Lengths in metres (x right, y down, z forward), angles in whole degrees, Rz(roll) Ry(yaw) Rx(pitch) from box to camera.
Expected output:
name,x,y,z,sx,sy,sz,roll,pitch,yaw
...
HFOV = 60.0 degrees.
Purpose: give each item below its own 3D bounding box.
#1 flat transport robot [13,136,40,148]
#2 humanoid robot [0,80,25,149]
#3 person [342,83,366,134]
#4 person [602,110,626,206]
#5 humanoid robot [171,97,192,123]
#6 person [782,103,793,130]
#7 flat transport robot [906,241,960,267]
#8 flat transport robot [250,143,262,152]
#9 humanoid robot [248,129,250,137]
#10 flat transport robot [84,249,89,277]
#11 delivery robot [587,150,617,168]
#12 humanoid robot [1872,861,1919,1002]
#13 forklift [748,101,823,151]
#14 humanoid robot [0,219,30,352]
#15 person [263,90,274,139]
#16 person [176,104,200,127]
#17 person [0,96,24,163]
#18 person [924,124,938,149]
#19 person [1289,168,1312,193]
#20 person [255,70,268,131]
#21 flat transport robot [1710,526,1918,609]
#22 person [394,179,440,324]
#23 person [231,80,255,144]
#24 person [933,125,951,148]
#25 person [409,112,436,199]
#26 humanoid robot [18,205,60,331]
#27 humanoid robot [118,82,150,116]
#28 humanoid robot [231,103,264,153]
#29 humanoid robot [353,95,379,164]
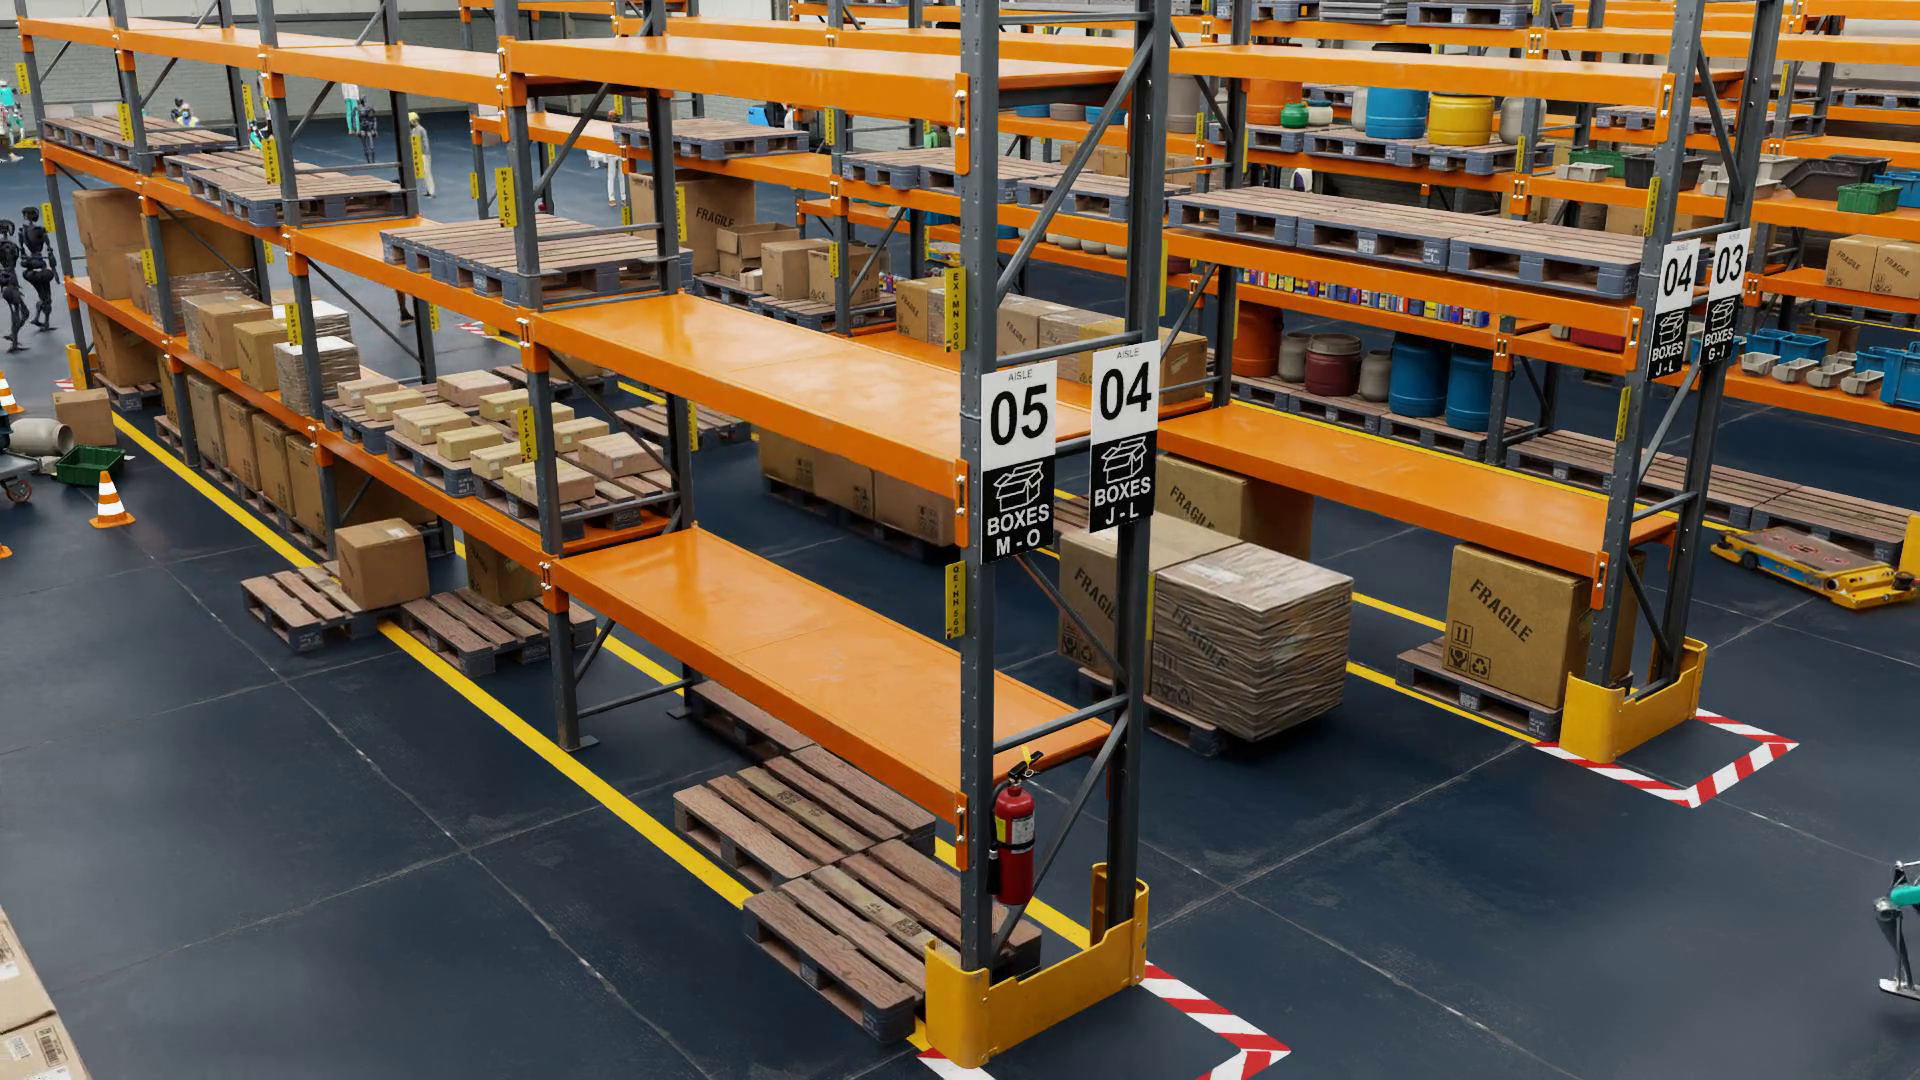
name,x,y,z,sx,sy,sz,roll,pitch,yaw
flat transport robot,-24.145,-10.459,43.703,0.659,0.231,1.431,2,19,4
humanoid robot,-24.575,-11.016,43.106,0.562,1.761,0.938,-6,20,-16
person,-17.060,-12.360,46.630,0.488,1.917,0.372,6,20,17
person,-6.868,-7.626,33.223,0.565,1.878,0.354,-12,23,-31
humanoid robot,-18.101,-9.470,38.762,0.339,1.645,0.592,11,22,28
person,-3.691,-8.741,36.376,0.384,1.888,0.571,-4,20,-12
flat transport robot,-0.219,-4.703,27.320,0.659,0.231,1.431,-13,23,-33
flat transport robot,-18.325,-9.933,42.204,1.431,0.231,0.659,2,19,6
humanoid robot,-15.083,-8.168,35.117,0.749,1.630,0.608,-2,19,-4
flat transport robot,-12.132,-3.754,24.620,0.659,0.231,1.431,13,23,33
delivery robot,-8.425,-9.097,39.418,0.782,0.610,0.525,-15,25,-37
humanoid robot,4.626,1.430,7.630,0.974,1.732,0.547,7,21,20
forklift,-4.526,-11.368,42.374,1.129,2.768,1.873,-15,24,-37
humanoid robot,-11.972,-3.218,20.961,0.364,1.646,0.612,-13,23,-33
person,-18.626,-11.637,44.913,0.322,1.690,0.532,-5,20,-13
person,-16.158,-8.224,34.967,0.514,1.841,0.780,-3,20,-8
person,-23.019,-10.076,39.986,0.924,2.009,0.633,0,19,0
person,-0.611,-7.545,33.207,0.478,1.734,0.315,15,24,36
person,5.523,-5.431,27.015,0.374,1.843,0.569,9,21,24
person,-19.932,-12.691,47.635,0.401,1.876,0.499,-3,20,-8
flat transport robot,6.840,0.200,13.368,0.659,0.231,1.431,-8,21,-21
person,-7.474,-3.956,22.669,0.622,1.935,0.828,6,20,16
person,-18.113,-10.737,42.127,0.795,1.842,0.412,10,22,25
person,-0.405,-7.846,34.083,0.858,1.722,0.556,11,22,28
person,-11.074,-7.921,34.297,0.369,1.732,0.592,-16,25,-38
humanoid robot,-12.242,-3.606,22.075,0.588,1.637,0.348,6,20,18
humanoid robot,-22.377,-11.741,45.298,0.548,1.902,0.774,3,20,10
humanoid robot,-16.183,-9.202,38.081,0.761,1.898,0.546,13,23,33
humanoid robot,-14.117,-9.724,39.499,0.589,1.639,0.592,-3,20,-8
